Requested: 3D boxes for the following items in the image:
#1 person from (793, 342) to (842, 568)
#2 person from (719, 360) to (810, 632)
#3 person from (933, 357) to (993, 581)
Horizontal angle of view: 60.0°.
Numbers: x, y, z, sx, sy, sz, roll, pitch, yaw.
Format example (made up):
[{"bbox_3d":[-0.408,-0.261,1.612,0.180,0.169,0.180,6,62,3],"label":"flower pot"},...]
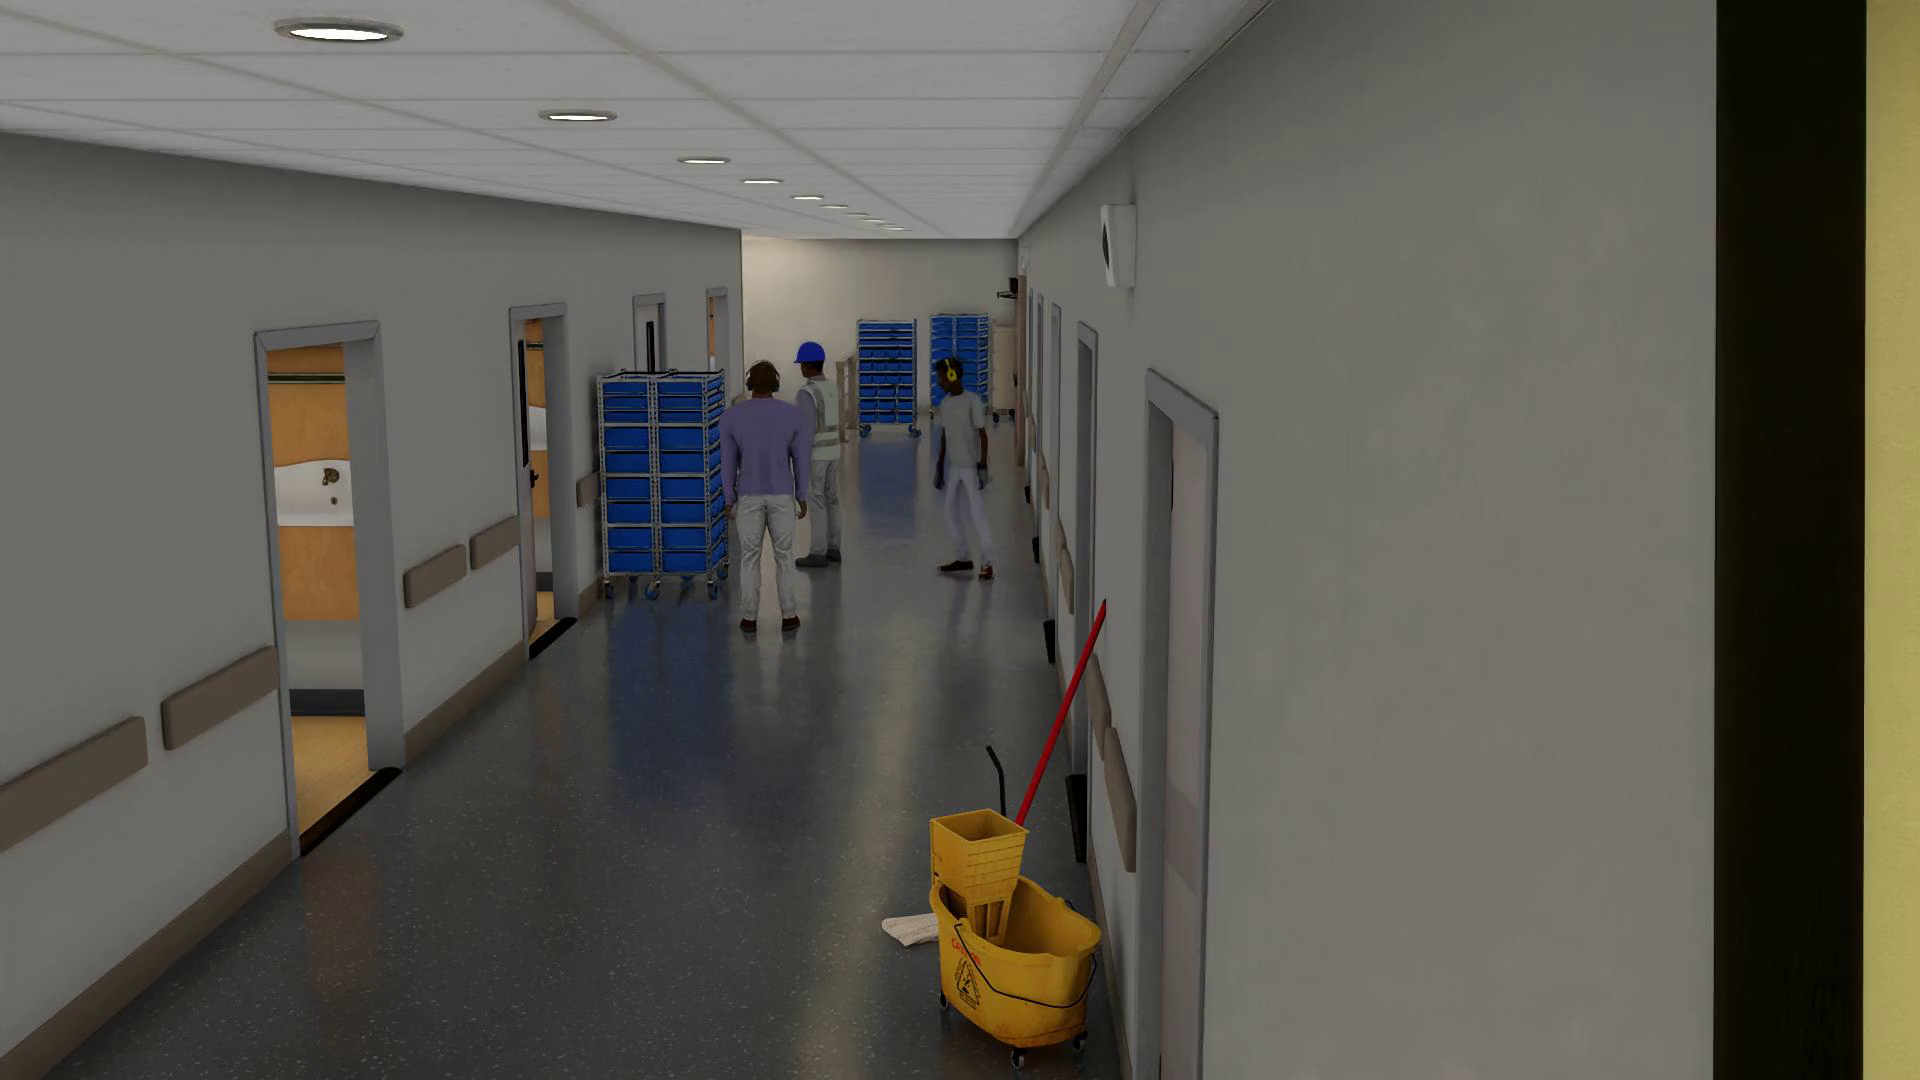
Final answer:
[{"bbox_3d":[-1.239,-0.737,14.364,0.410,1.943,0.615,4,10,22],"label":"person"},{"bbox_3d":[-1.382,-0.305,11.801,0.631,1.940,0.372,-1,10,-7],"label":"person"},{"bbox_3d":[0.036,-0.590,13.817,0.359,1.836,0.621,-8,12,-39],"label":"person"}]
